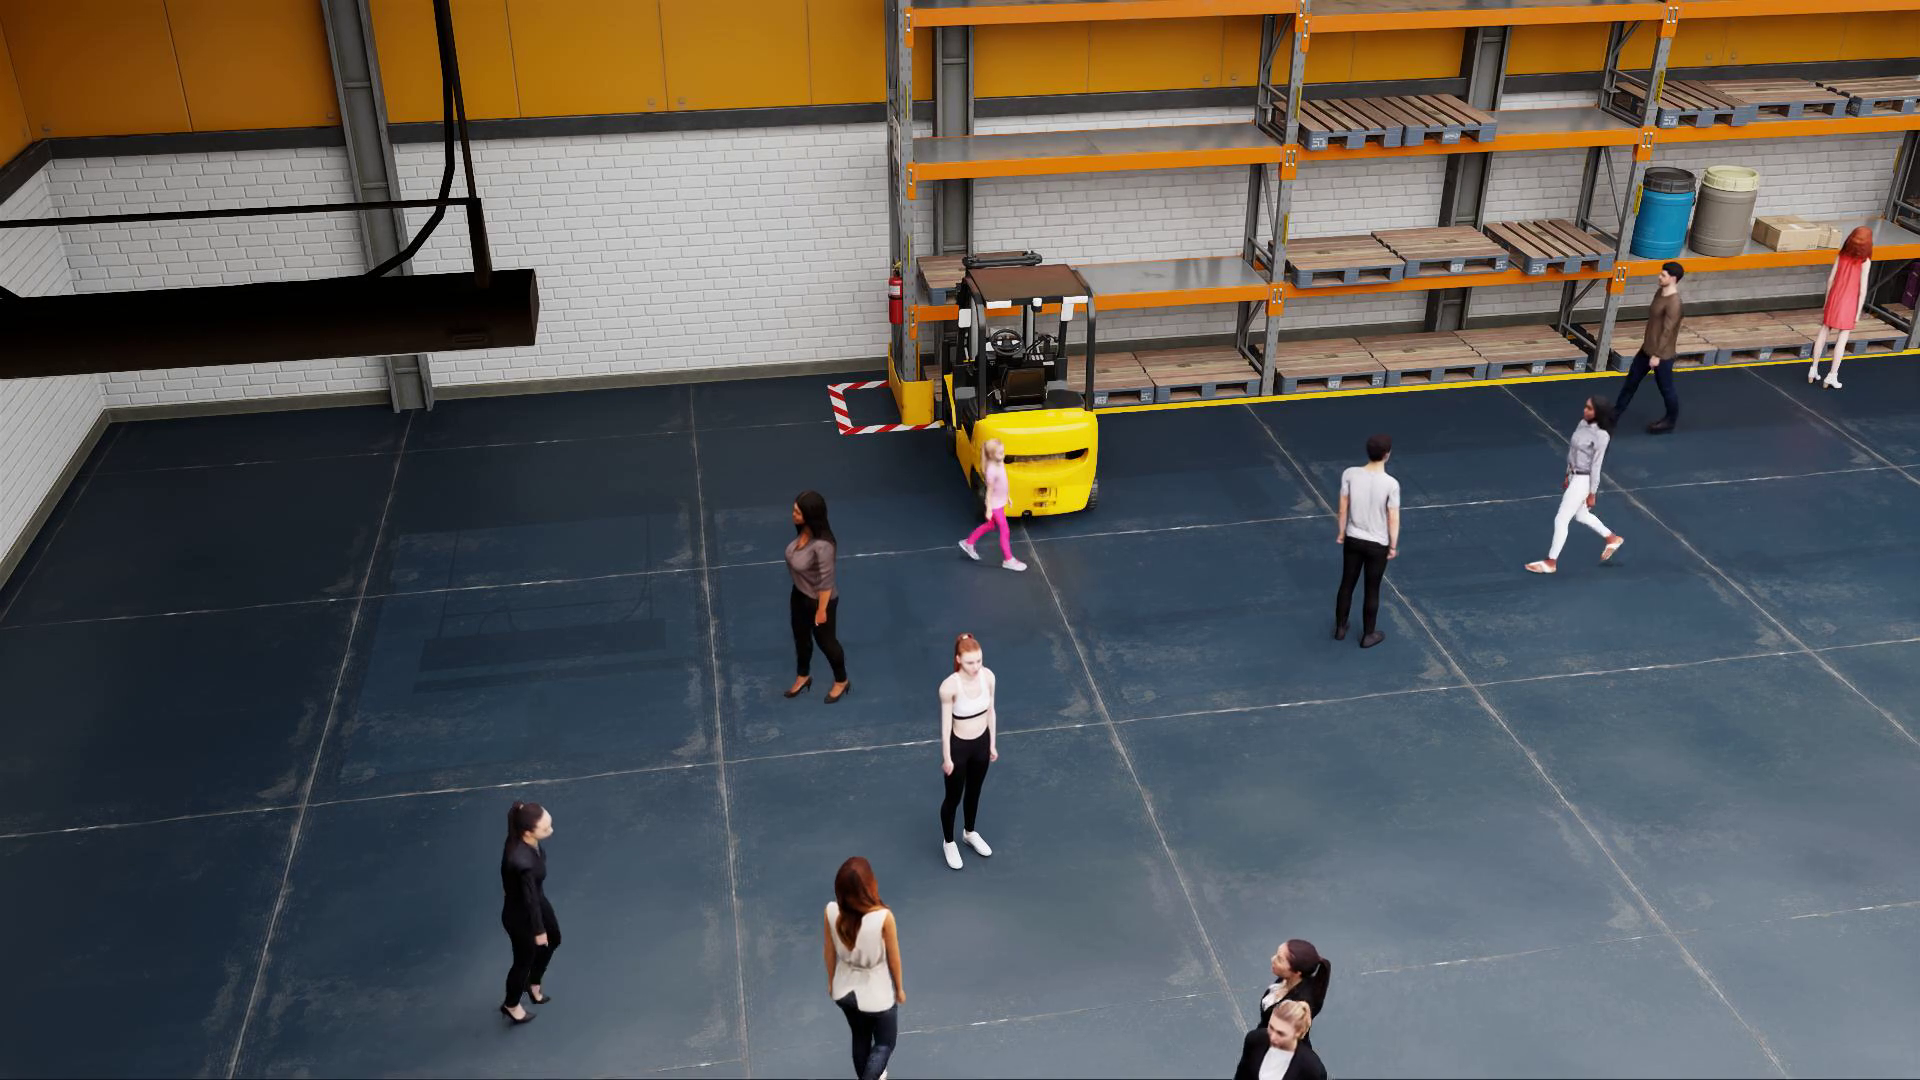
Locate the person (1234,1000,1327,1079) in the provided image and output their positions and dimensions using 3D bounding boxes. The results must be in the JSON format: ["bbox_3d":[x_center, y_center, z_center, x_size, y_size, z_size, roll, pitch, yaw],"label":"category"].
[{"bbox_3d":[1.649,2.939,8.421,1.052,1.653,1.183,24,37,37],"label":"person"}]

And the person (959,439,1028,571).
[{"bbox_3d":[0.265,-0.339,14.847,0.946,1.256,0.737,7,29,13],"label":"person"}]

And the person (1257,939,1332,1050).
[{"bbox_3d":[1.789,2.757,8.772,1.090,1.637,0.836,5,29,9],"label":"person"}]

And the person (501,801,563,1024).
[{"bbox_3d":[-2.602,2.202,9.752,0.699,1.674,0.618,-7,29,-12],"label":"person"}]

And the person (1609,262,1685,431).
[{"bbox_3d":[7.289,-1.945,17.183,1.160,1.839,0.719,-3,29,-5],"label":"person"}]

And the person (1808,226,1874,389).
[{"bbox_3d":[9.726,-2.571,18.343,0.604,1.826,0.642,-13,31,-23],"label":"person"}]

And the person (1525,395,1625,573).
[{"bbox_3d":[5.561,-0.480,14.646,1.156,1.695,0.719,-1,29,-1],"label":"person"}]

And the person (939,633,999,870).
[{"bbox_3d":[0.043,1.396,11.159,0.572,1.740,0.709,-16,33,-27],"label":"person"}]

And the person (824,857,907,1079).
[{"bbox_3d":[-0.548,2.519,9.069,0.919,1.772,0.916,11,30,19],"label":"person"}]

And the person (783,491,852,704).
[{"bbox_3d":[-1.063,0.443,12.804,0.809,1.839,0.759,-13,31,-23],"label":"person"}]

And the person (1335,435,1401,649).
[{"bbox_3d":[3.315,0.007,13.579,0.732,1.862,0.788,19,34,31],"label":"person"}]
